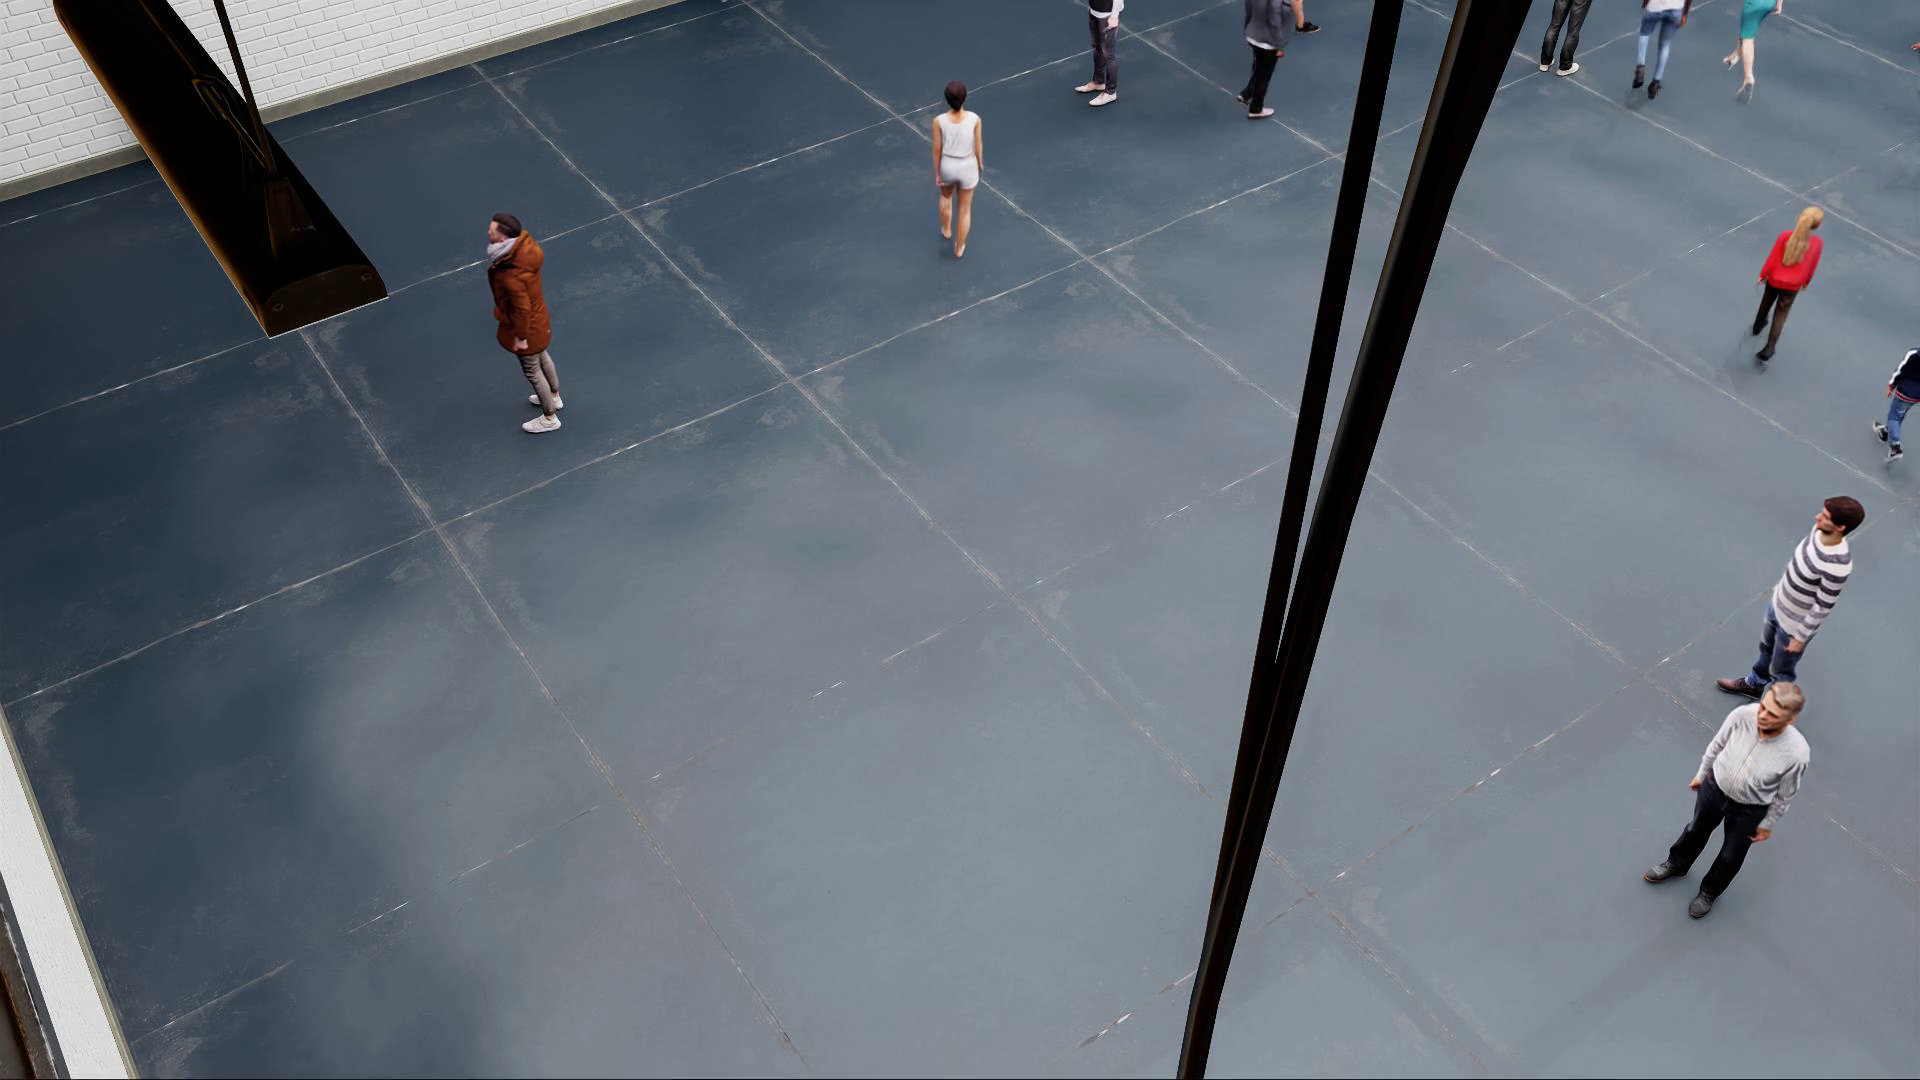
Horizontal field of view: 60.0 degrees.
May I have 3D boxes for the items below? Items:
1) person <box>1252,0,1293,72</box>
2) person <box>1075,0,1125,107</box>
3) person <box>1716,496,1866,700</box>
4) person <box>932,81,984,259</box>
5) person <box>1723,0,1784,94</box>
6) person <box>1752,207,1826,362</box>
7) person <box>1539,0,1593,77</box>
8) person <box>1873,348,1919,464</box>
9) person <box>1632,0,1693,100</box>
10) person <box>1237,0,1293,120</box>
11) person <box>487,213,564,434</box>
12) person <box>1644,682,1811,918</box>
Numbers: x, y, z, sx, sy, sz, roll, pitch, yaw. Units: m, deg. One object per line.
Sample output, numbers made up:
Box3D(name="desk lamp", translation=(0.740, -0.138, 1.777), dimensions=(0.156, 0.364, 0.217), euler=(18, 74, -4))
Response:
Box3D(name="person", translation=(3.019, -5.468, 16.486), dimensions=(0.832, 1.687, 0.844), euler=(23, 48, 22))
Box3D(name="person", translation=(1.390, -5.081, 15.981), dimensions=(0.663, 1.823, 0.744), euler=(-16, 46, -16))
Box3D(name="person", translation=(5.127, 0.441, 10.163), dimensions=(0.770, 1.854, 0.711), euler=(6, 44, 7))
Box3D(name="person", translation=(-0.021, -3.099, 14.065), dimensions=(0.765, 1.596, 0.818), euler=(4, 44, 4))
Box3D(name="person", translation=(7.807, -5.161, 16.196), dimensions=(1.044, 1.642, 0.948), euler=(-3, 44, -3))
Box3D(name="person", translation=(6.529, -2.013, 13.170), dimensions=(0.767, 1.258, 0.980), euler=(20, 47, 19))
Box3D(name="person", translation=(6.080, -5.474, 16.402), dimensions=(0.697, 1.812, 0.634), euler=(31, 52, 28))
Box3D(name="person", translation=(7.043, -1.104, 12.252), dimensions=(0.809, 1.208, 0.837), euler=(2, 44, 2))
Box3D(name="person", translation=(6.792, -5.084, 16.069), dimensions=(0.762, 1.707, 0.826), euler=(12, 45, 12))
Box3D(name="person", translation=(2.830, -4.761, 15.818), dimensions=(0.788, 1.585, 0.792), euler=(-10, 44, -10))
Box3D(name="person", translation=(-3.214, -1.620, 12.338), dimensions=(0.895, 1.837, 0.856), euler=(-1, 44, -1))
Box3D(name="person", translation=(4.296, 1.411, 9.171), dimensions=(0.533, 1.818, 0.646), euler=(-25, 49, -24))
